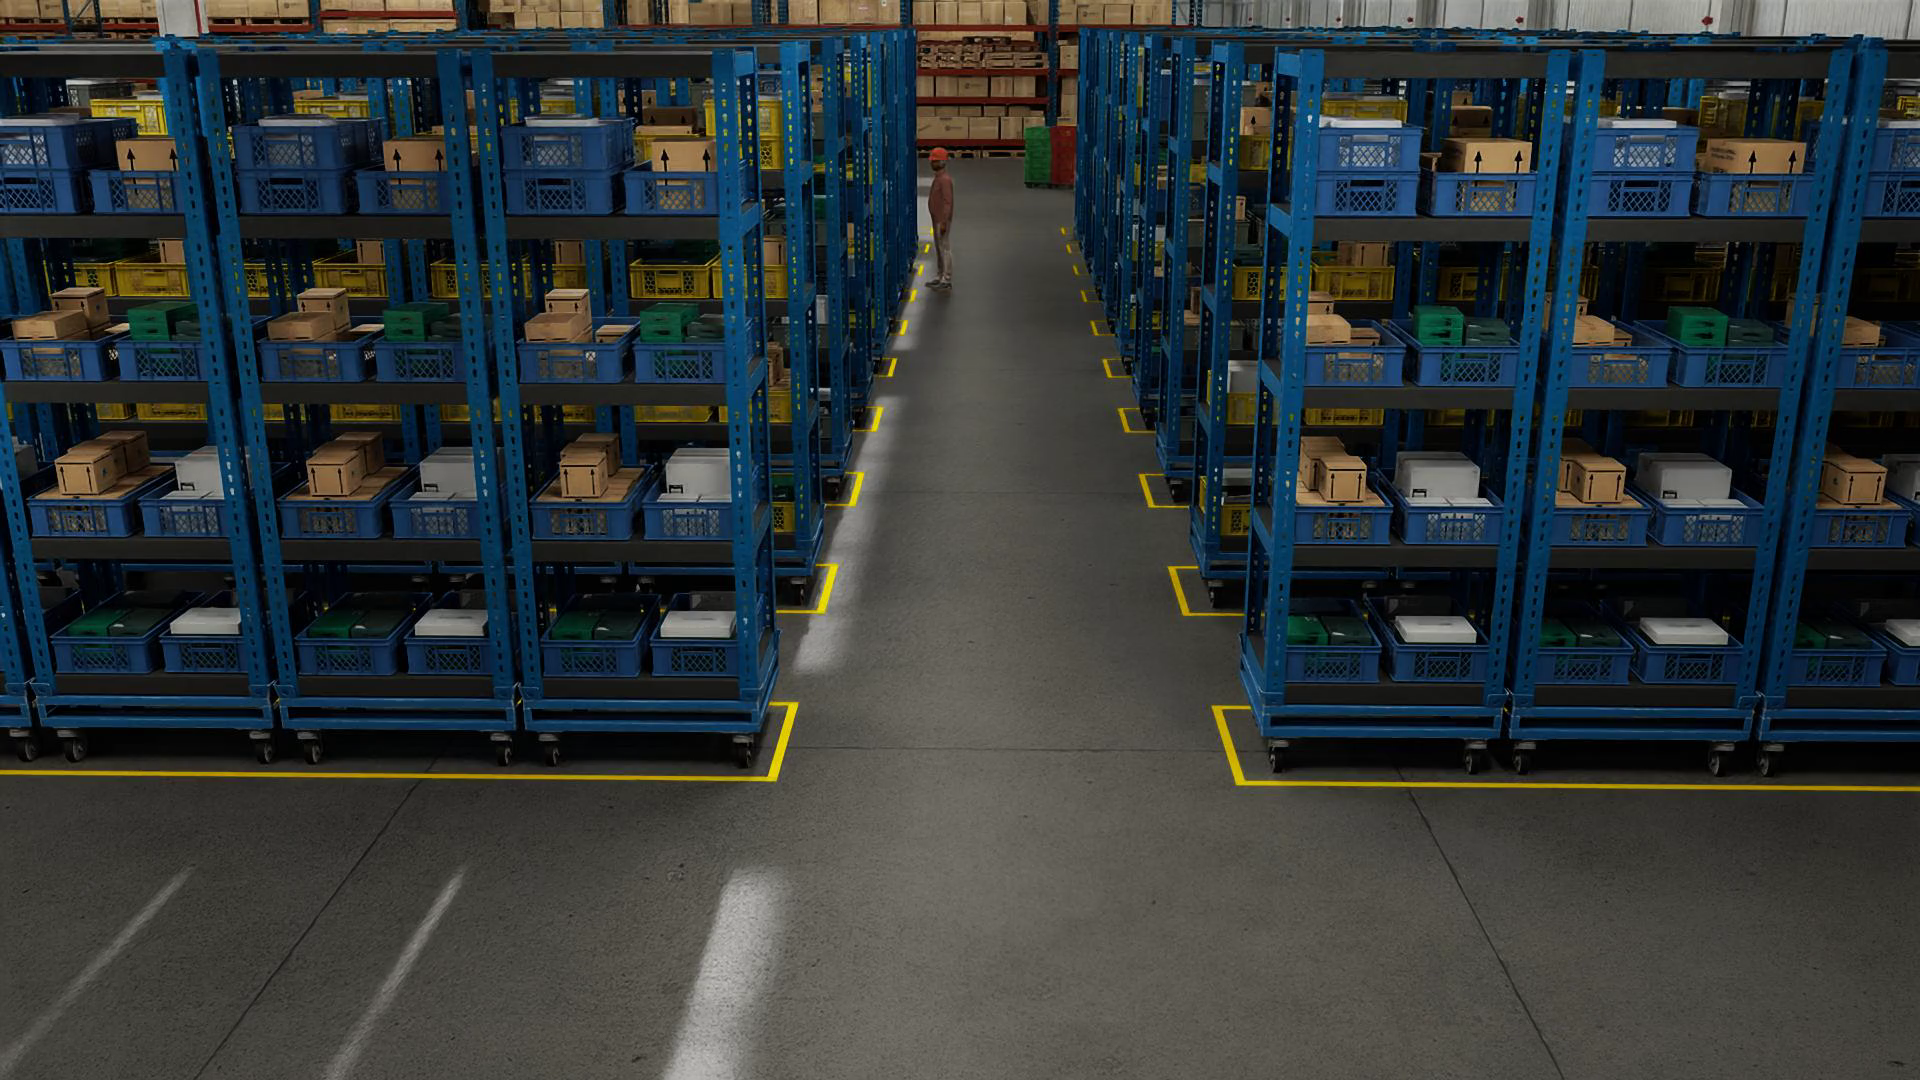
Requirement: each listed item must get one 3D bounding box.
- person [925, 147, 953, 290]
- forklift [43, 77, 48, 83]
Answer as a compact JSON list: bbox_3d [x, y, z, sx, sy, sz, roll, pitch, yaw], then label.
[{"bbox_3d":[-0.290,-4.553,23.603,0.389,1.991,0.622,-4,18,-14],"label":"person"},{"bbox_3d":[-27.693,-13.299,50.021,1.873,2.768,1.129,0,17,1],"label":"forklift"}]
